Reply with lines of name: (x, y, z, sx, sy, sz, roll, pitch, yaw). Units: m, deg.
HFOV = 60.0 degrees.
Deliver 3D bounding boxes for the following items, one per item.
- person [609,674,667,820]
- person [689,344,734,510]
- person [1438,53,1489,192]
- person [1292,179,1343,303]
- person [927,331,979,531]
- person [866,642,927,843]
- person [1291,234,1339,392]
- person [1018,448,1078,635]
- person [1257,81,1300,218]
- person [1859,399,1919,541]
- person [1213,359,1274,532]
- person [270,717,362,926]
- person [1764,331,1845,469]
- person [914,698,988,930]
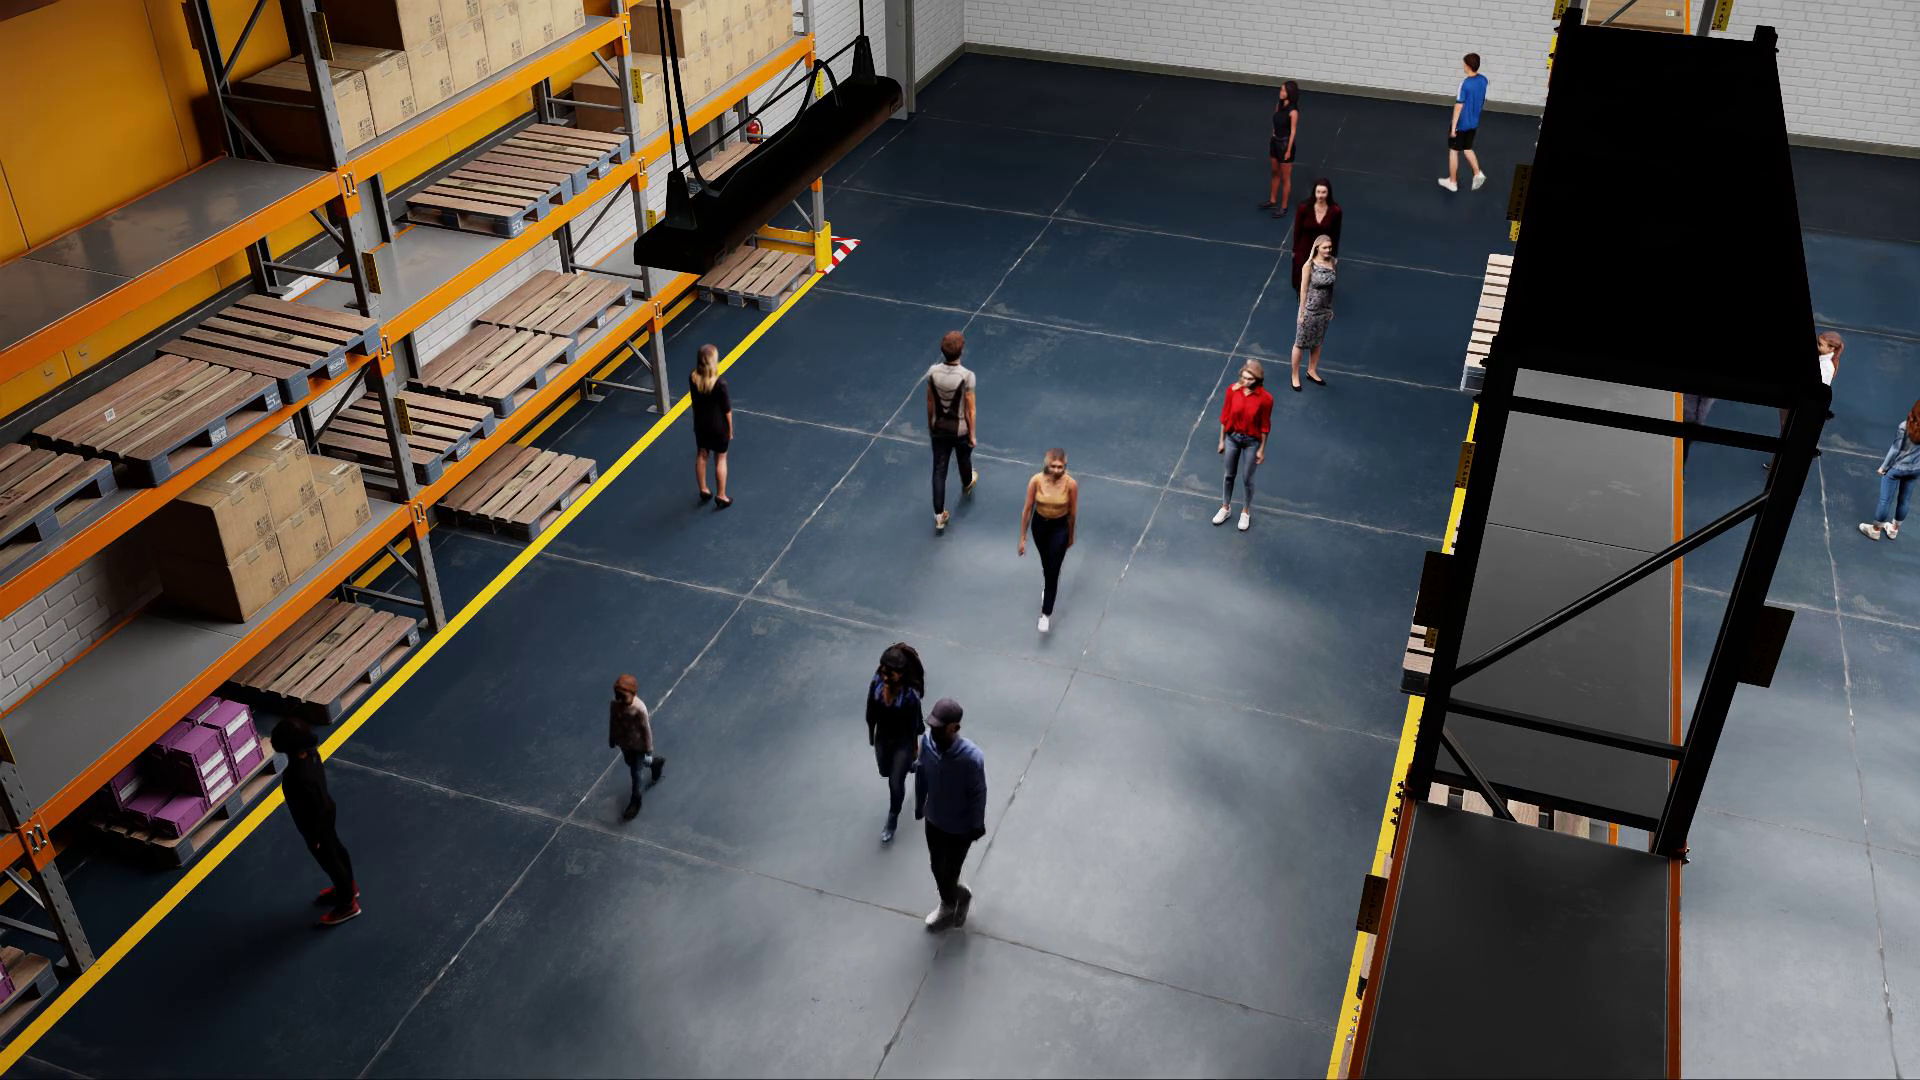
person: (-2.354, 1.426, 12.068, 0.572, 1.182, 0.814, 18, 38, 25)
person: (-2.292, -1.038, 15.332, 0.564, 1.673, 0.493, 14, 36, 20)
person: (6.684, -5.424, 21.772, 1.020, 1.847, 1.043, -19, 38, -26)
person: (3.980, -3.240, 18.584, 0.703, 1.738, 0.852, 8, 34, 12)
person: (-0.109, -0.962, 15.060, 0.715, 1.847, 1.190, 9, 35, 14)
person: (-0.422, 1.377, 11.762, 0.710, 1.603, 0.931, 16, 37, 23)
person: (3.696, -2.398, 17.348, 0.630, 1.705, 0.684, -13, 36, -19)
person: (0.772, -0.110, 14.010, 0.650, 1.590, 1.101, 9, 35, 13)
person: (4.126, -5.002, 21.233, 0.742, 1.740, 0.669, -12, 36, -18)
person: (8.495, -0.662, 14.943, 0.634, 1.477, 0.619, -1, 34, -1)
person: (2.570, -0.885, 15.072, 0.638, 1.706, 0.537, 16, 37, 22)
person: (-4.252, 1.836, 11.006, 0.733, 1.674, 0.640, -9, 35, -13)
person: (8.071, -1.280, 15.798, 0.665, 1.559, 0.570, -2, 34, -2)
person: (-0.017, 1.772, 10.919, 0.745, 1.877, 0.738, 25, 41, 32)
